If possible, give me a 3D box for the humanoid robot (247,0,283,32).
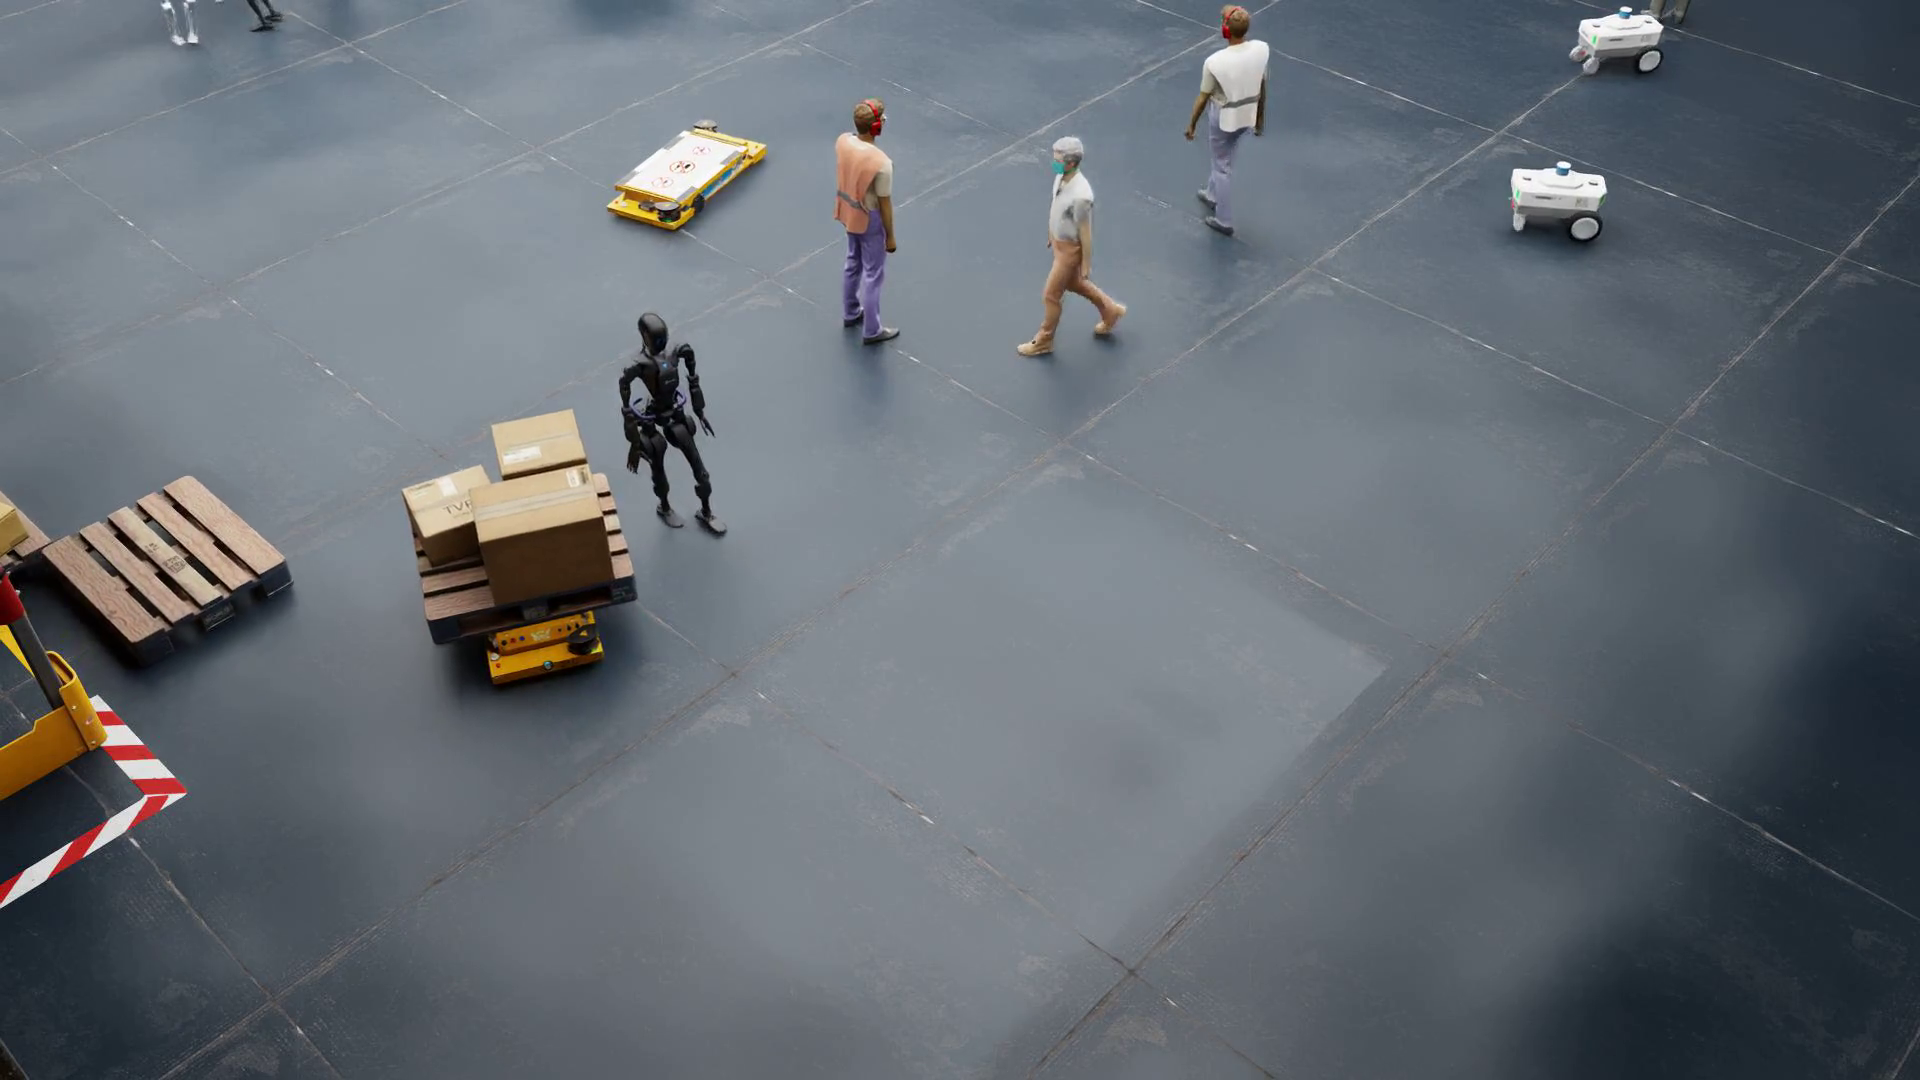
[{"bbox_3d":[-6.809,-5.654,15.757,0.344,1.652,0.590,-6,42,-7],"label":"humanoid robot"}]

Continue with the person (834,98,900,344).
[{"bbox_3d":[-0.682,-2.269,11.885,0.400,1.832,0.577,-26,48,-26],"label":"person"}]

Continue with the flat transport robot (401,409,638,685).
[{"bbox_3d":[-2.647,0.272,10.224,0.659,0.231,1.431,-13,44,-14],"label":"flat transport robot"}]

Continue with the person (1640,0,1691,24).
[{"bbox_3d":[6.929,-5.803,15.796,0.562,1.846,0.391,-2,42,-2],"label":"person"}]

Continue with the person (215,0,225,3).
[{"bbox_3d":[-7.387,-6.114,16.303,0.528,1.620,0.406,20,46,21],"label":"person"}]

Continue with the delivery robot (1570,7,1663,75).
[{"bbox_3d":[6.137,-4.670,15.489,0.769,0.577,0.499,-7,42,-7],"label":"delivery robot"}]

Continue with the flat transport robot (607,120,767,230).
[{"bbox_3d":[-2.278,-3.070,13.938,0.659,0.231,1.431,19,45,20],"label":"flat transport robot"}]

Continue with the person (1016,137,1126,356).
[{"bbox_3d":[0.829,-2.095,11.775,0.796,1.718,0.475,-11,43,-12],"label":"person"}]

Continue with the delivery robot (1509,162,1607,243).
[{"bbox_3d":[4.819,-2.746,13.374,0.778,0.607,0.510,6,42,7],"label":"delivery robot"}]

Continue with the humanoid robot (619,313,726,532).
[{"bbox_3d":[-1.811,-0.704,10.262,0.595,1.643,0.468,-30,50,-29],"label":"humanoid robot"}]

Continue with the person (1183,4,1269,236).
[{"bbox_3d":[2.035,-3.331,13.064,0.583,1.817,0.776,-21,46,-21],"label":"person"}]

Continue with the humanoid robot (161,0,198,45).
[{"bbox_3d":[-7.430,-5.451,15.506,0.554,1.792,0.755,-23,47,-24],"label":"humanoid robot"}]
